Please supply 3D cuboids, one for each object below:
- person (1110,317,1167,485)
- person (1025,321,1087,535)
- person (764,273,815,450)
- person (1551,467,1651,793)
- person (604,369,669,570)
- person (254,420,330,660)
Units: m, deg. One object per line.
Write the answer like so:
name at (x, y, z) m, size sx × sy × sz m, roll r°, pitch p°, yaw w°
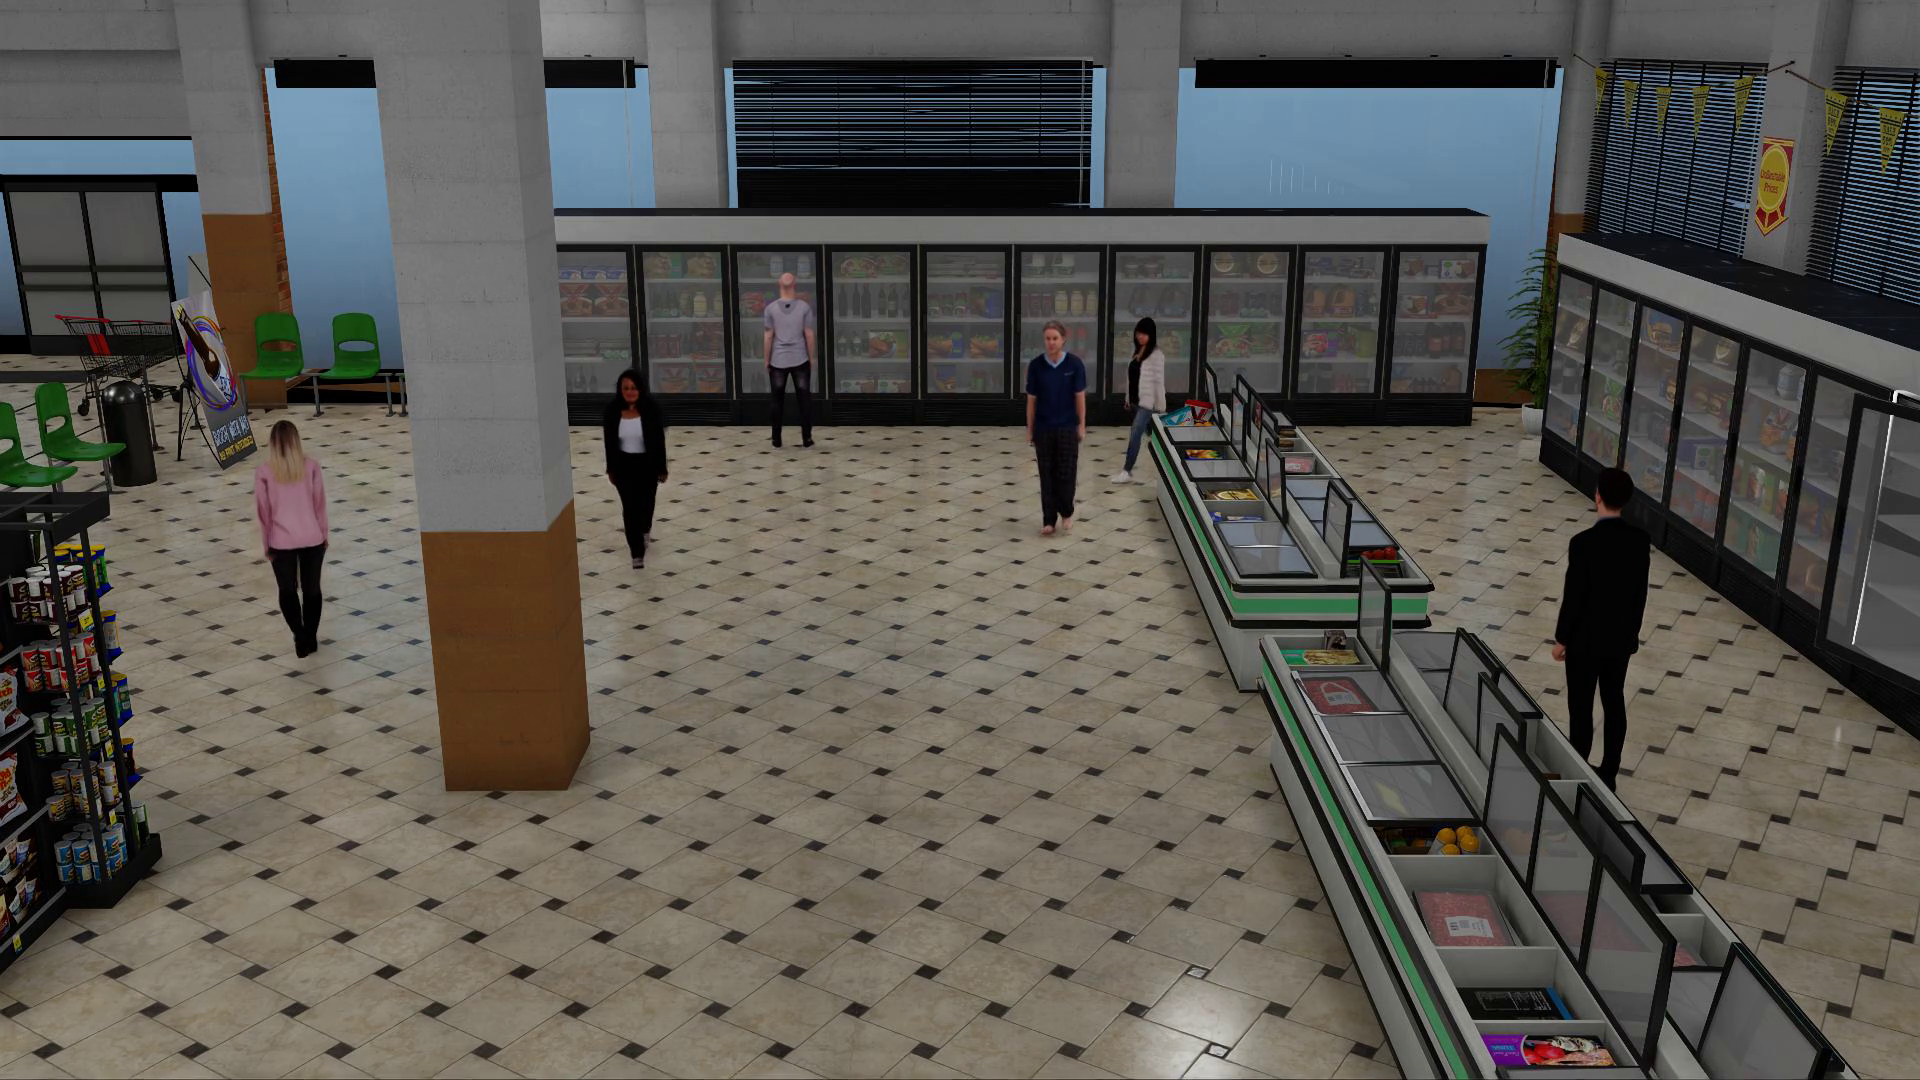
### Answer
person at (1.846, -1.322, 15.897) m, size 1.013 × 1.597 × 1.084 m, roll -8°, pitch 19°, yaw -25°
person at (0.834, -0.962, 14.268) m, size 0.727 × 1.855 × 0.714 m, roll 3°, pitch 17°, yaw 10°
person at (-1.774, -1.860, 17.259) m, size 0.672 × 1.836 × 0.581 m, roll -1°, pitch 17°, yaw -4°
person at (3.583, 0.525, 9.313) m, size 0.755 × 1.891 × 0.688 m, roll -5°, pitch 18°, yaw -15°
person at (-2.629, -0.598, 13.541) m, size 0.817 × 1.582 × 1.175 m, roll -4°, pitch 17°, yaw -13°
person at (-4.522, 0.021, 11.346) m, size 0.840 × 1.672 × 1.008 m, roll -8°, pitch 19°, yaw -24°
